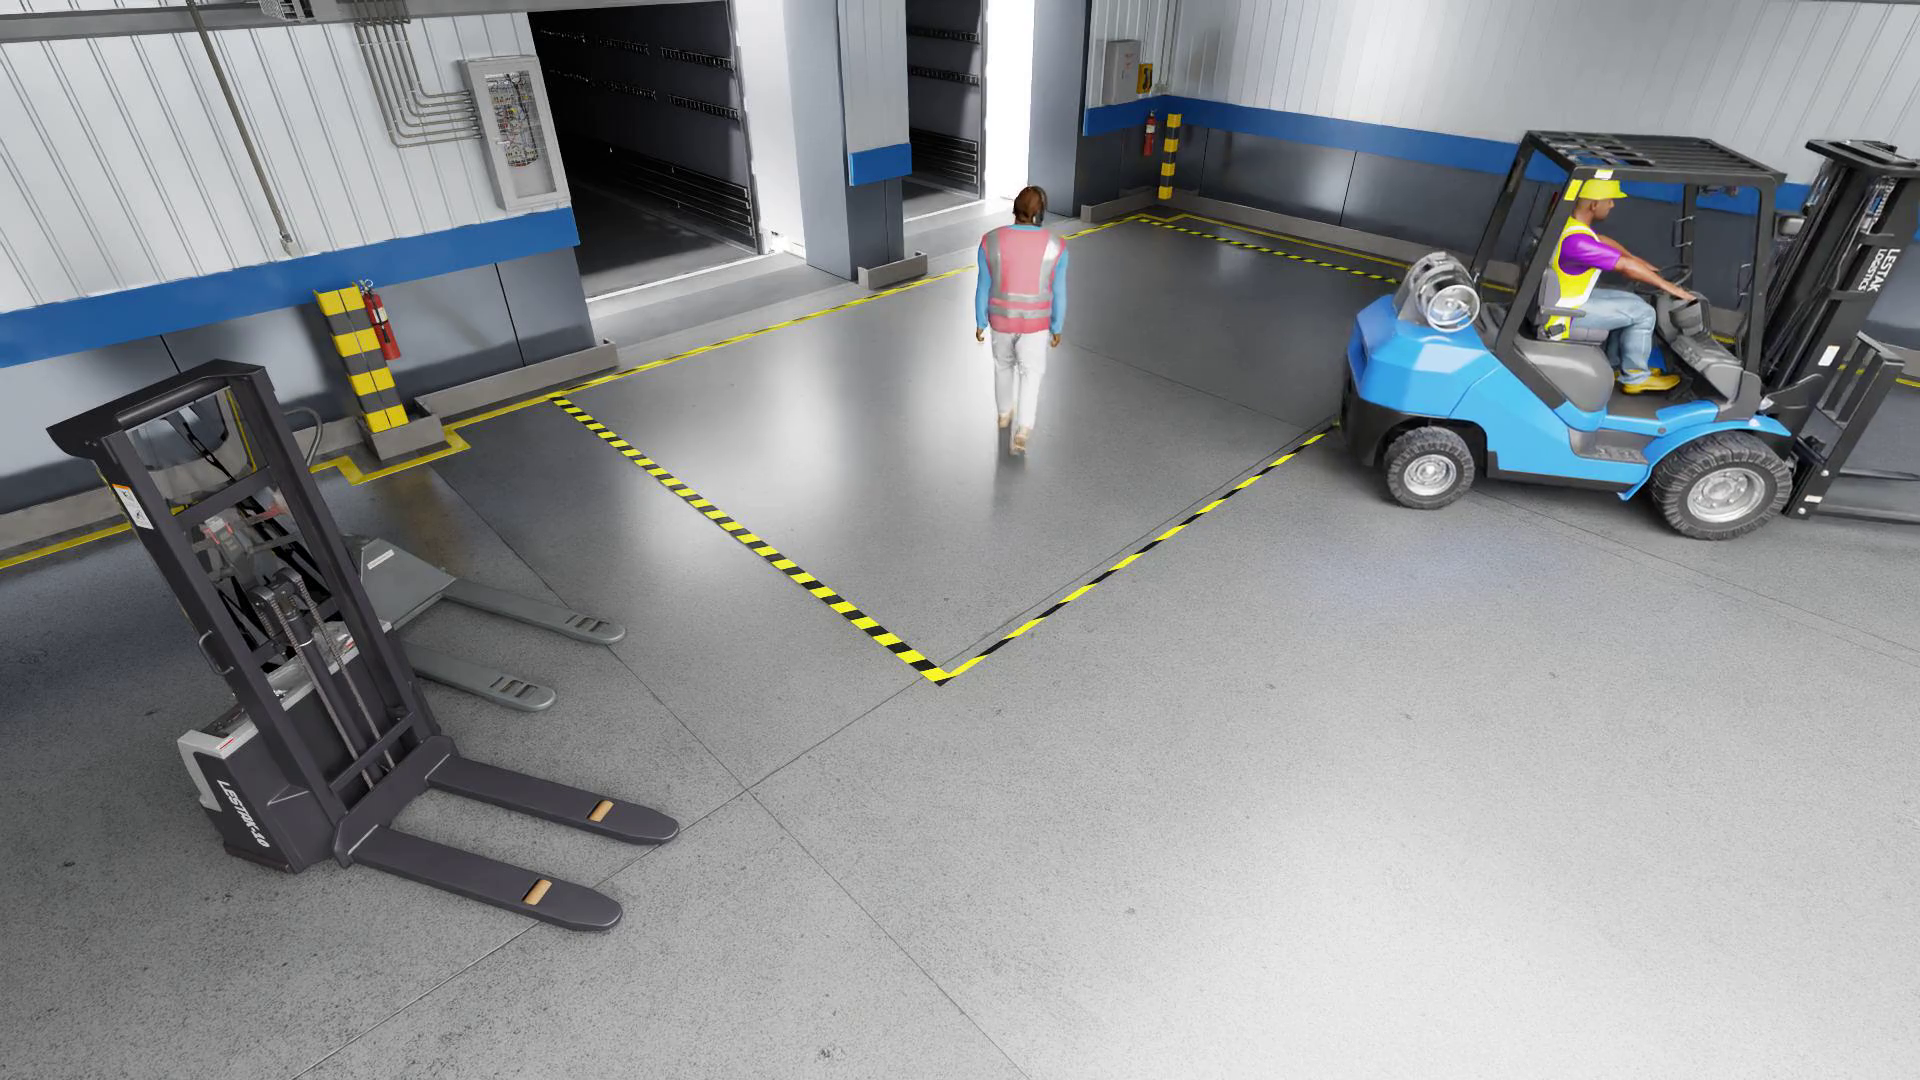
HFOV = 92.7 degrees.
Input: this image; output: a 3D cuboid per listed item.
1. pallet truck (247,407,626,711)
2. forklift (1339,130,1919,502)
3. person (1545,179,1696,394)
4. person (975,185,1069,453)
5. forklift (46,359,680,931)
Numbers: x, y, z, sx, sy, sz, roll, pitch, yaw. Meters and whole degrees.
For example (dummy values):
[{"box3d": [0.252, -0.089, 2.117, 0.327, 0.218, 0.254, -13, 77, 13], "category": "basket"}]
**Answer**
[{"box3d": [-2.628, 0.038, 4.590, 1.601, 1.201, 0.680, 12, 36, 18], "category": "pallet truck"}, {"box3d": [3.995, -1.408, 5.728, 2.680, 2.036, 1.157, 8, 35, 11], "category": "forklift"}, {"box3d": [4.051, -1.551, 5.606, 1.004, 1.294, 0.635, 8, 35, 11], "category": "person"}, {"box3d": [0.414, -1.500, 6.356, 0.632, 1.802, 0.881, 5, 35, 8], "category": "person"}, {"box3d": [-2.135, 0.422, 3.354, 1.885, 1.965, 0.823, 10, 35, 14], "category": "forklift"}]
